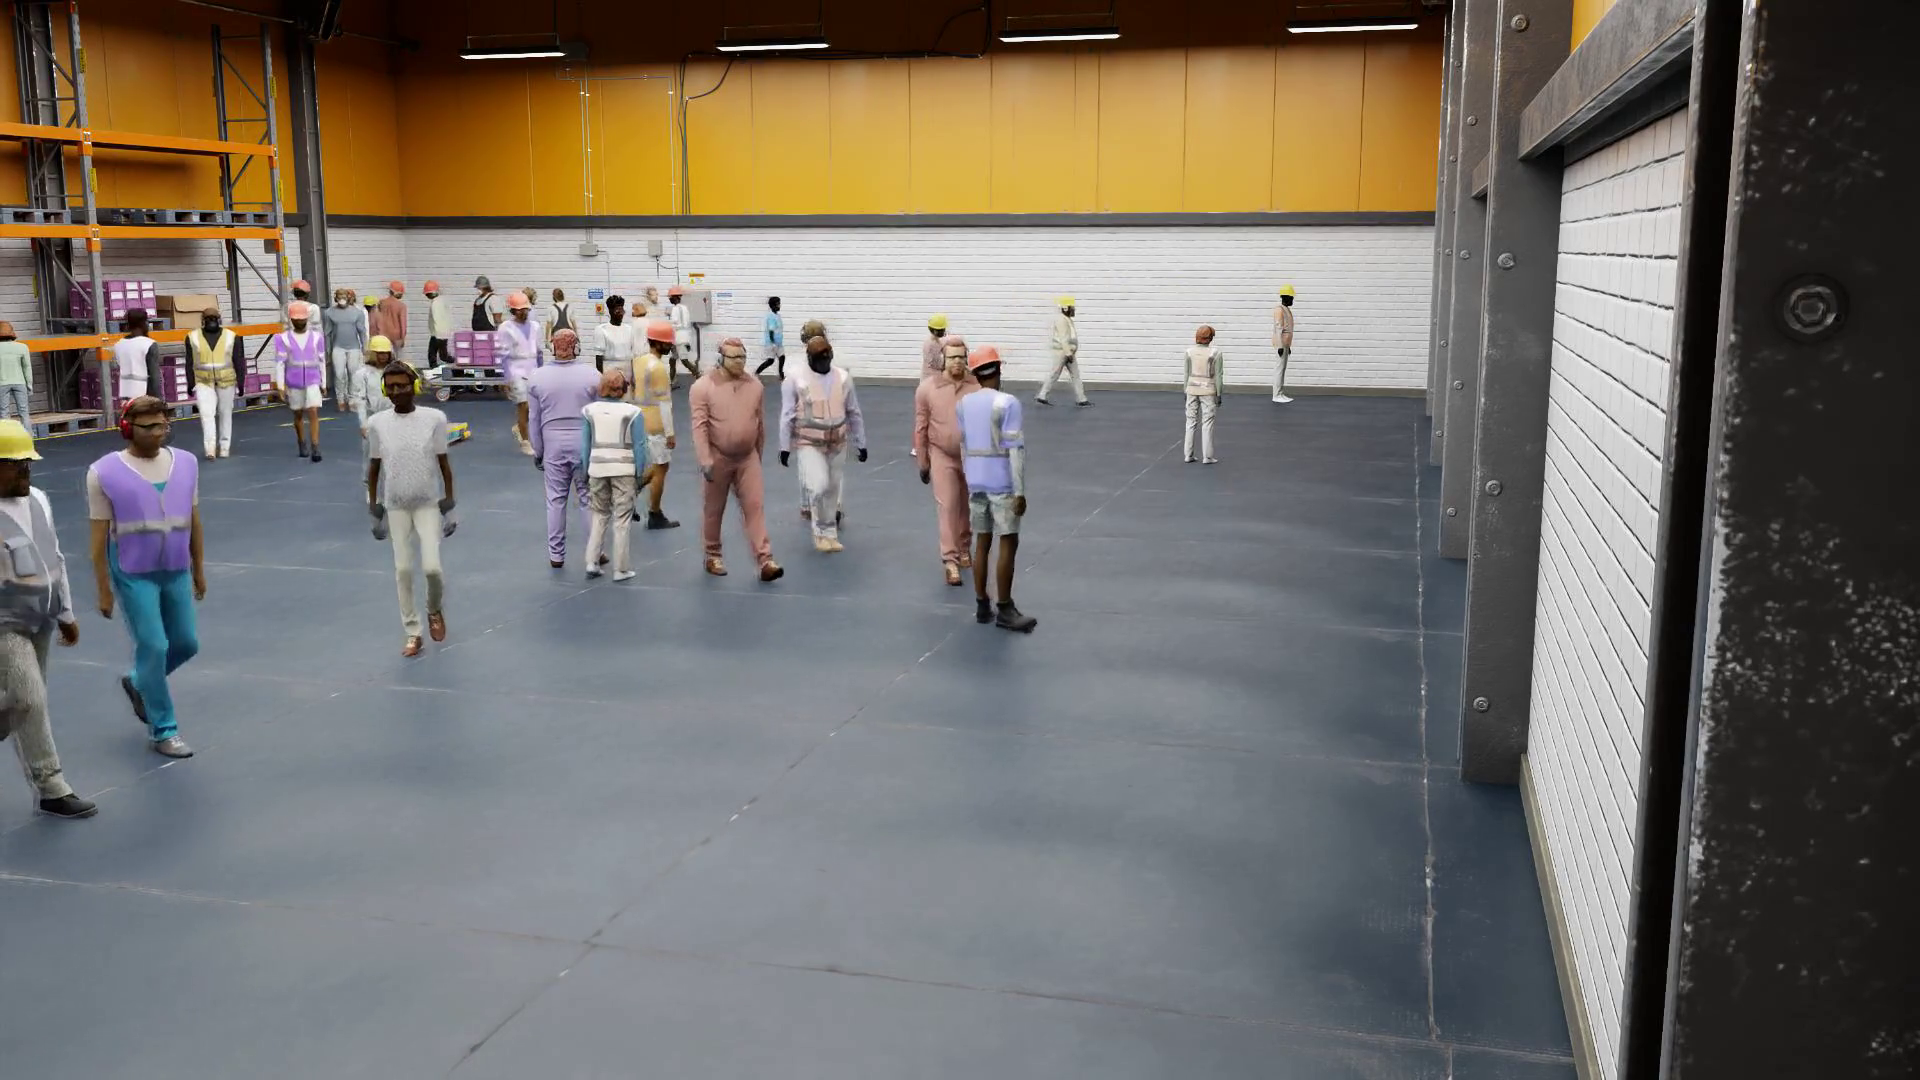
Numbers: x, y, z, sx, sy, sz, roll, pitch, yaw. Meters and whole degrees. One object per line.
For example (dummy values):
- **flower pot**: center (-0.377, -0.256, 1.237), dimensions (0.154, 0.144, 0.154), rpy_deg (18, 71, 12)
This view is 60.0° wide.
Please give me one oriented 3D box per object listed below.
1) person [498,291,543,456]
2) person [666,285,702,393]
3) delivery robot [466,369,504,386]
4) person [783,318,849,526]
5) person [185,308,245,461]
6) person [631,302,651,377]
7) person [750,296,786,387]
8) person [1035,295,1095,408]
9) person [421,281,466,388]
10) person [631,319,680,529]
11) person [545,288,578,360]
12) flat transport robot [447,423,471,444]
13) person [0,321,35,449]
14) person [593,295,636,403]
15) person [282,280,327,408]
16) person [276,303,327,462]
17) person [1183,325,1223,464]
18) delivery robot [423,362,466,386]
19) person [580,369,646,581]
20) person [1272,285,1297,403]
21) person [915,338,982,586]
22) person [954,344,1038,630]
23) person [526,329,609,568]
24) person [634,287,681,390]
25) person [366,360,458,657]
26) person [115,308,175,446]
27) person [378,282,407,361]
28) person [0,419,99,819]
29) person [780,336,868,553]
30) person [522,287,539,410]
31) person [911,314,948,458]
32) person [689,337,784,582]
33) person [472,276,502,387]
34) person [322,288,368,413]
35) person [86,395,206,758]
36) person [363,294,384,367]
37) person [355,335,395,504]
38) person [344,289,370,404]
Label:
- **person**: center (-5.369, -2.026, 20.329), dimensions (0.587, 2.016, 0.614), rpy_deg (9, 13, 40)
- **person**: center (-4.785, -3.462, 28.817), dimensions (0.991, 1.896, 0.555), rpy_deg (1, 10, 8)
- **delivery robot**: center (-8.255, -2.897, 29.092), dimensions (0.707, 0.478, 0.477), rpy_deg (-6, 12, -33)
- **person**: center (-1.299, -1.078, 15.260), dimensions (0.638, 1.908, 0.967), rpy_deg (-3, 10, -17)
- **person**: center (-8.896, -1.852, 19.883), dimensions (0.660, 1.807, 0.874), rpy_deg (-4, 11, -23)
- **person**: center (-5.352, -3.180, 27.958), dimensions (0.384, 1.621, 0.510), rpy_deg (5, 11, 28)
- **person**: center (-3.415, -3.573, 30.040), dimensions (0.757, 1.668, 0.536), rpy_deg (2, 10, 12)
- **person**: center (1.640, -2.975, 26.336), dimensions (0.939, 1.790, 0.591), rpy_deg (4, 11, 23)
- **person**: center (-9.321, -3.704, 30.018), dimensions (0.850, 1.945, 0.617), rpy_deg (0, 10, 0)
- **person**: center (-2.766, -1.025, 14.948), dimensions (0.519, 1.909, 0.550), rpy_deg (-6, 11, -29)
- **person**: center (-7.126, -3.602, 29.794), dimensions (0.568, 1.815, 0.530), rpy_deg (-5, 11, -25)
- **flat transport robot**: center (-6.827, -1.361, 21.462), dimensions (0.652, 0.197, 1.431), rpy_deg (0, 10, -2)
- **person**: center (-11.812, -1.903, 20.680), dimensions (0.504, 1.631, 0.279), rpy_deg (-7, 12, -36)
- **person**: center (-4.199, -2.009, 20.334), dimensions (0.364, 1.964, 0.611), rpy_deg (7, 12, 35)
- **person**: center (-10.384, -3.098, 26.361), dimensions (0.614, 2.023, 0.463), rpy_deg (2, 10, 12)
- **person**: center (-7.860, -1.884, 19.872), dimensions (0.569, 1.881, 1.014), rpy_deg (-5, 11, -26)
- **person**: center (2.853, -1.707, 19.585), dimensions (0.509, 1.629, 0.314), rpy_deg (6, 12, 32)
- **delivery robot**: center (-8.939, -2.850, 28.828), dimensions (0.707, 0.478, 0.477), rpy_deg (-4, 11, -23)
- **person**: center (-2.661, -0.494, 12.758), dimensions (0.522, 1.613, 0.367), rpy_deg (2, 10, 10)
- **person**: center (5.320, -3.221, 27.313), dimensions (0.366, 1.927, 0.585), rpy_deg (4, 11, 22)
- **person**: center (-0.019, -0.636, 12.888), dimensions (0.652, 1.866, 0.984), rpy_deg (-1, 10, -8)
- **person**: center (0.275, -0.355, 11.211), dimensions (0.350, 1.901, 0.732), rpy_deg (-10, 14, -44)
- **person**: center (-3.093, -0.724, 13.237), dimensions (0.642, 1.906, 0.410), rpy_deg (-1, 10, -4)
- **person**: center (-5.463, -3.576, 29.564), dimensions (1.016, 1.842, 0.626), rpy_deg (3, 10, 16)
- **person**: center (-3.426, -0.201, 10.411), dimensions (0.541, 1.855, 0.432), rpy_deg (-2, 10, -9)
- **person**: center (-8.610, -1.488, 17.535), dimensions (0.630, 1.906, 0.439), rpy_deg (4, 11, 24)
- **person**: center (-10.209, -3.686, 29.972), dimensions (0.617, 1.922, 0.923), rpy_deg (1, 10, 4)
- **person**: center (-4.316, 0.347, 7.493), dimensions (0.830, 1.797, 0.611), rpy_deg (2, 10, 10)
- **person**: center (-1.112, -0.775, 13.769), dimensions (0.745, 1.815, 0.512), rpy_deg (-6, 12, -30)
- **person**: center (-6.634, -2.922, 25.624), dimensions (0.374, 1.932, 0.636), rpy_deg (-5, 11, -26)
- **person**: center (-0.309, -1.891, 20.335), dimensions (0.372, 1.733, 0.794), rpy_deg (4, 11, 23)
- **person**: center (-1.721, -0.604, 12.689), dimensions (0.655, 1.855, 0.963), rpy_deg (-6, 12, -31)
- **person**: center (-8.661, -3.819, 30.377), dimensions (0.628, 2.000, 0.740), rpy_deg (-10, 14, -43)
- **person**: center (-9.434, -2.908, 25.589), dimensions (0.632, 1.916, 0.743), rpy_deg (-5, 11, -24)
- **person**: center (-4.122, 0.170, 8.407), dimensions (0.628, 1.826, 0.572), rpy_deg (6, 12, 31)
- **person**: center (-10.152, -3.419, 28.979), dimensions (0.537, 1.731, 0.682), rpy_deg (5, 11, 27)
- **person**: center (-5.649, -1.152, 16.222), dimensions (0.480, 1.706, 0.880), rpy_deg (-6, 12, -30)
- **person**: center (-9.870, -3.133, 26.998), dimensions (0.571, 1.858, 0.657), rpy_deg (-3, 11, -19)
